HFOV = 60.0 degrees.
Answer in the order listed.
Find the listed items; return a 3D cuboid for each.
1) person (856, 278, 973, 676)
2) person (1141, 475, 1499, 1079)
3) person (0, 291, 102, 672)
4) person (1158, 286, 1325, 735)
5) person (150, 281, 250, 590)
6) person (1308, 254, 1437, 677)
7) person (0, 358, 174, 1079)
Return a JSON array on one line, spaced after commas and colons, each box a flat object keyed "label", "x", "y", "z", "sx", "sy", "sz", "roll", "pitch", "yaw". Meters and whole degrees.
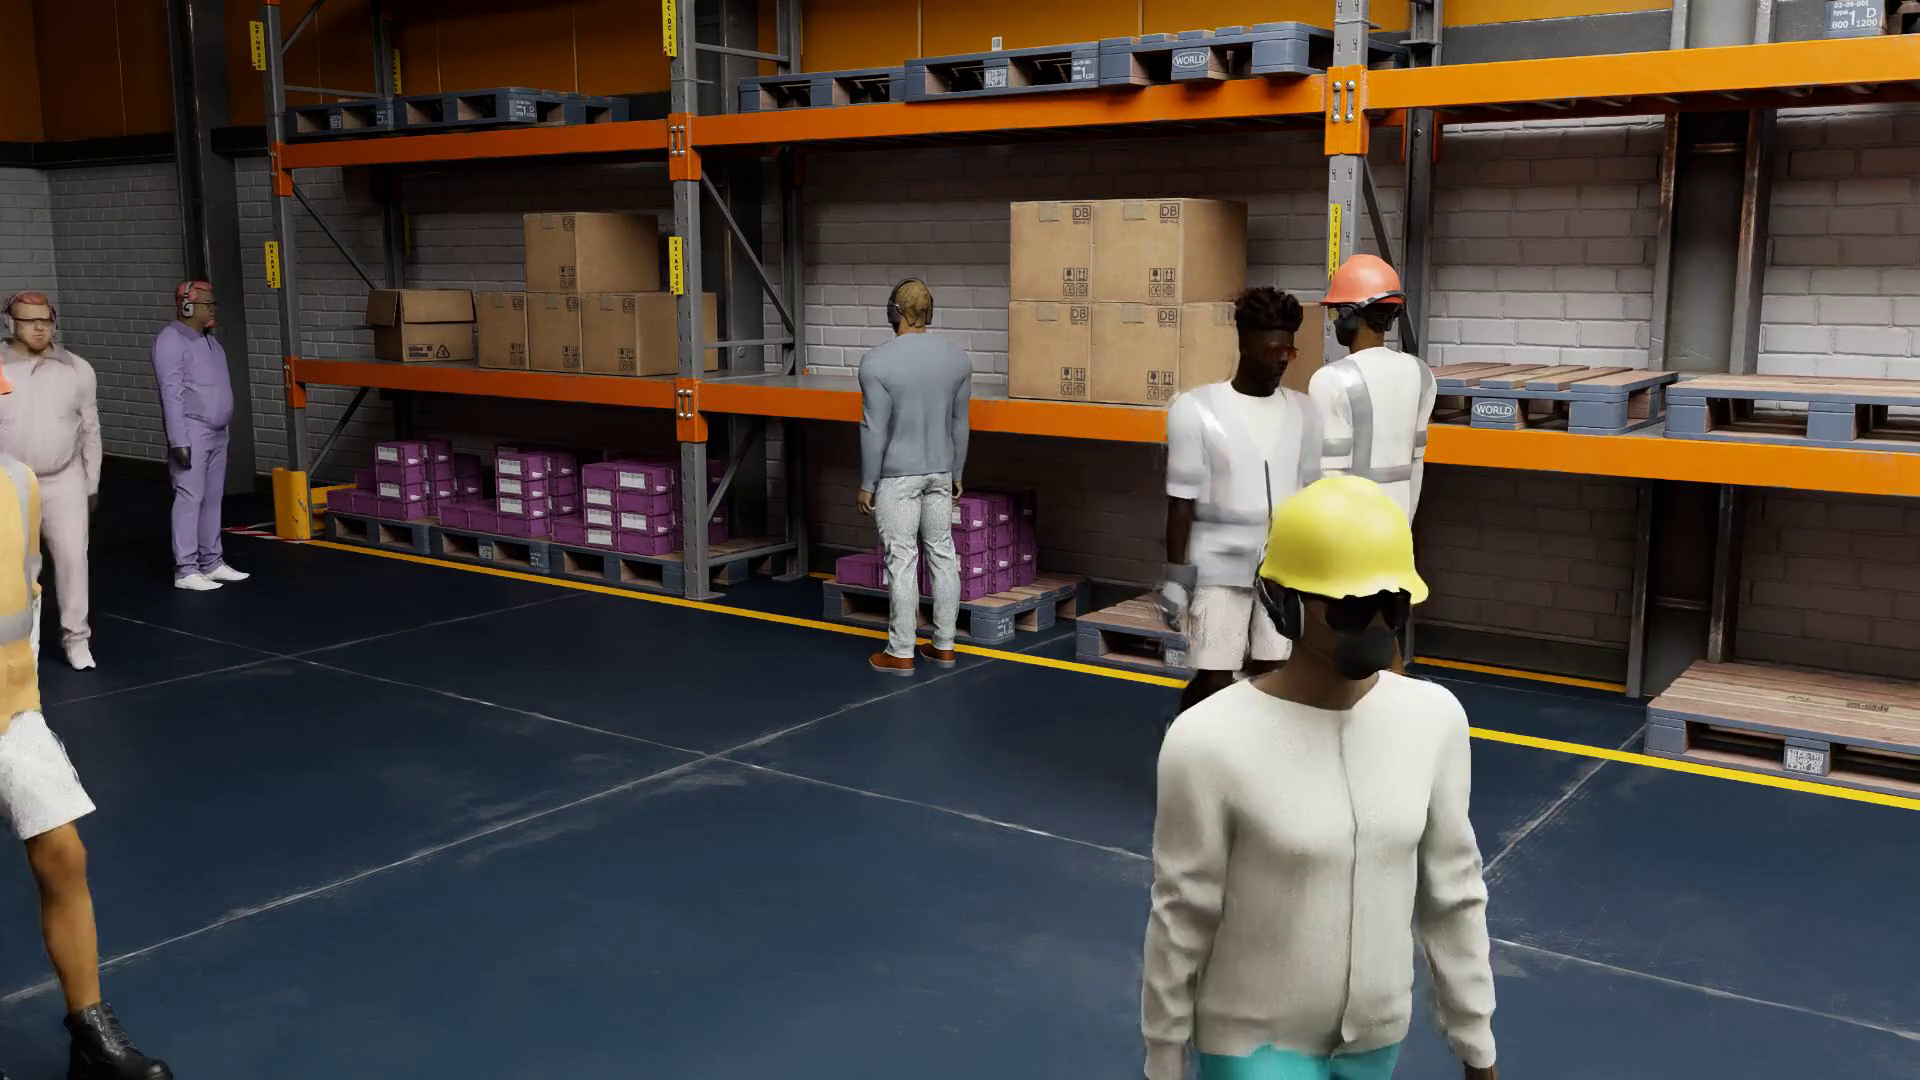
[{"label": "person", "x": -0.233, "y": -0.303, "z": 8.149, "sx": 0.627, "sy": 1.940, "sz": 0.372, "roll": -7, "pitch": 12, "yaw": -35}, {"label": "person", "x": 0.528, "y": 0.735, "z": 2.608, "sx": 0.536, "sy": 1.722, "sz": 0.914, "roll": -4, "pitch": 10, "yaw": -22}, {"label": "person", "x": -4.658, "y": -0.310, "z": 8.368, "sx": 0.643, "sy": 1.880, "sz": 0.880, "roll": -7, "pitch": 12, "yaw": -35}, {"label": "person", "x": 0.963, "y": 0.087, "z": 5.805, "sx": 0.630, "sy": 1.938, "sz": 0.679, "roll": -3, "pitch": 10, "yaw": -17}, {"label": "person", "x": -4.699, "y": -0.646, "z": 10.314, "sx": 0.399, "sy": 1.902, "sz": 0.647, "roll": 0, "pitch": 10, "yaw": 3}, {"label": "person", "x": 1.466, "y": -0.022, "z": 6.163, "sx": 0.608, "sy": 2.044, "sz": 0.371, "roll": -7, "pitch": 12, "yaw": -38}, {"label": "person", "x": -2.269, "y": 0.429, "z": 3.879, "sx": 0.863, "sy": 1.900, "sz": 0.548, "roll": 5, "pitch": 11, "yaw": 27}]
